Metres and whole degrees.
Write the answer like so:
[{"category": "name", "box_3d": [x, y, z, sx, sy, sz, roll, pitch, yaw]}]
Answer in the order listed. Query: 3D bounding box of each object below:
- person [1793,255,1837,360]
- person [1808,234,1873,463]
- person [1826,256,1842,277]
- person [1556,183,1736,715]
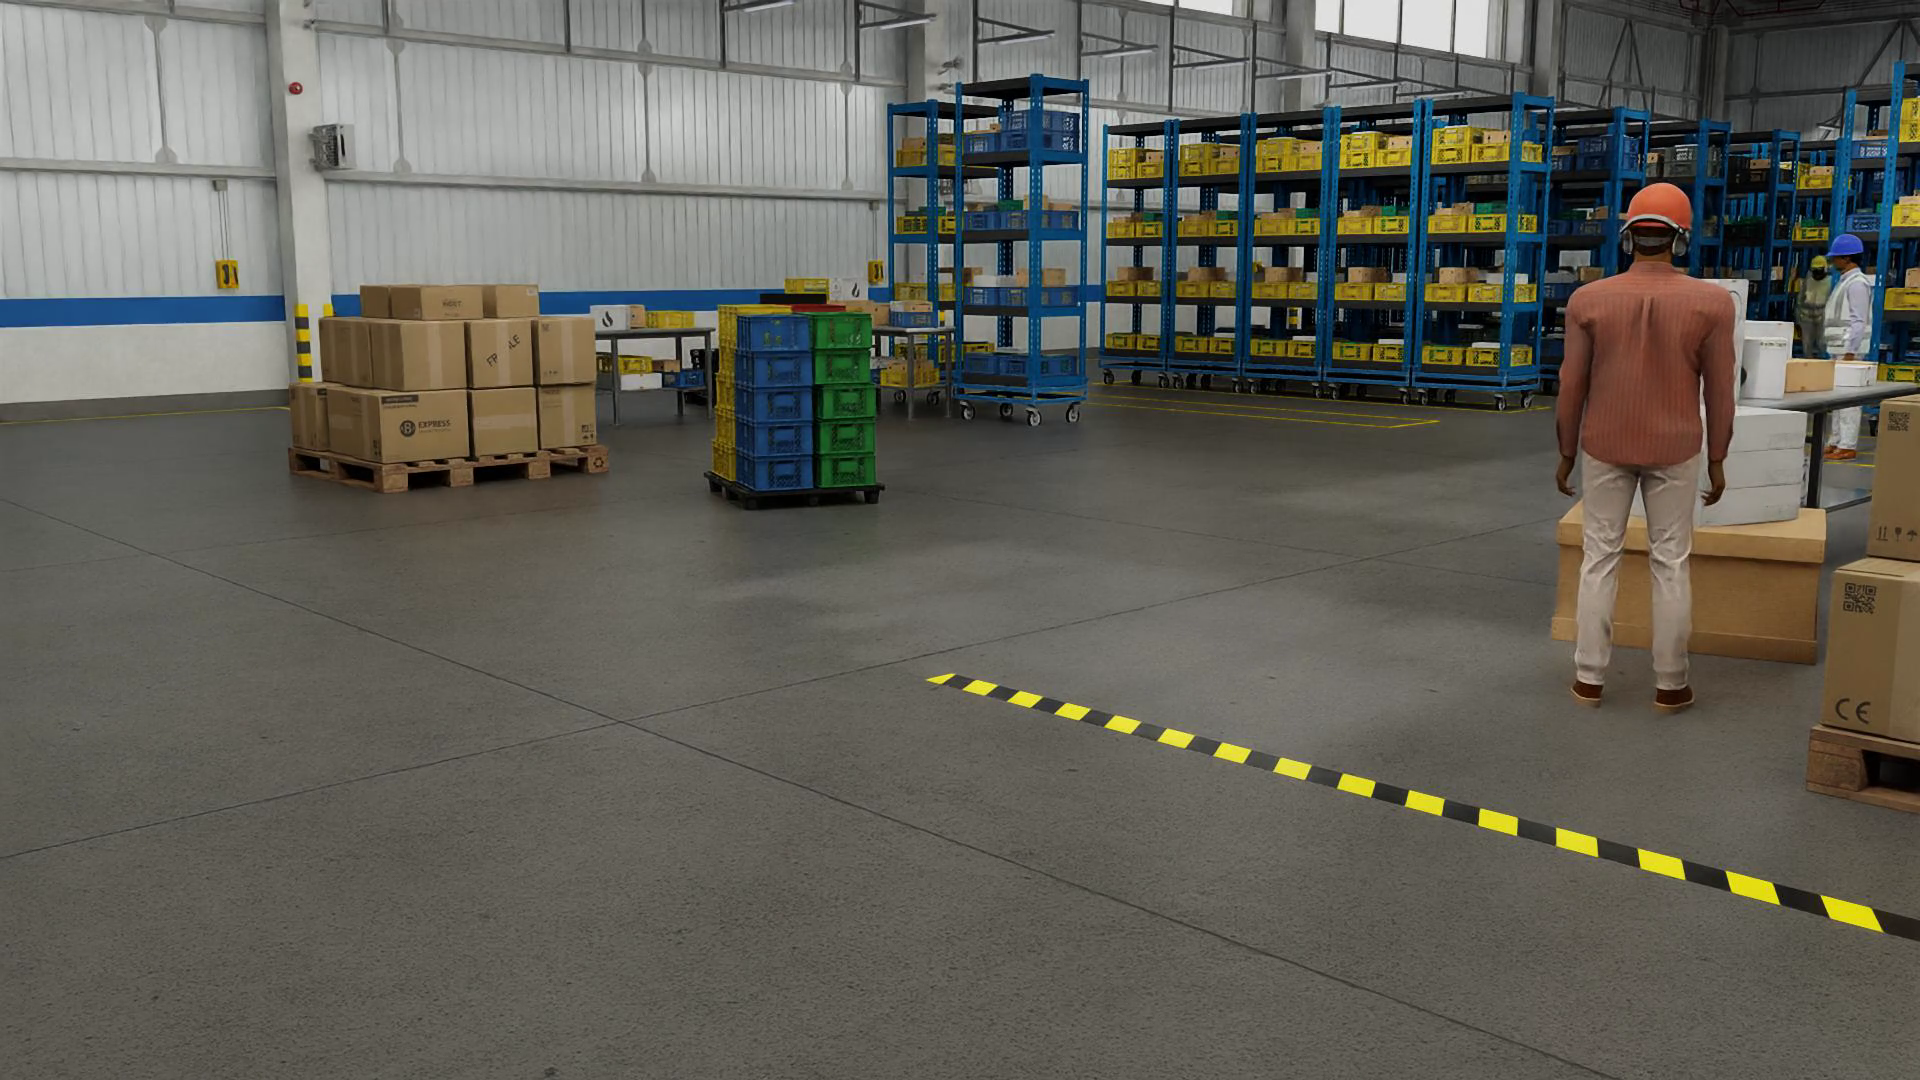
[{"category": "person", "box_3d": [12.404, -3.211, 24.112, 0.614, 1.813, 0.432, 8, 13, 41]}, {"category": "person", "box_3d": [7.563, -1.630, 14.223, 0.402, 1.943, 0.605, 3, 10, 17]}, {"category": "person", "box_3d": [13.517, -3.453, 25.613, 0.812, 1.812, 0.599, -4, 10, -25]}, {"category": "person", "box_3d": [2.586, -0.339, 6.309, 0.622, 1.992, 0.397, 4, 10, 24]}]
